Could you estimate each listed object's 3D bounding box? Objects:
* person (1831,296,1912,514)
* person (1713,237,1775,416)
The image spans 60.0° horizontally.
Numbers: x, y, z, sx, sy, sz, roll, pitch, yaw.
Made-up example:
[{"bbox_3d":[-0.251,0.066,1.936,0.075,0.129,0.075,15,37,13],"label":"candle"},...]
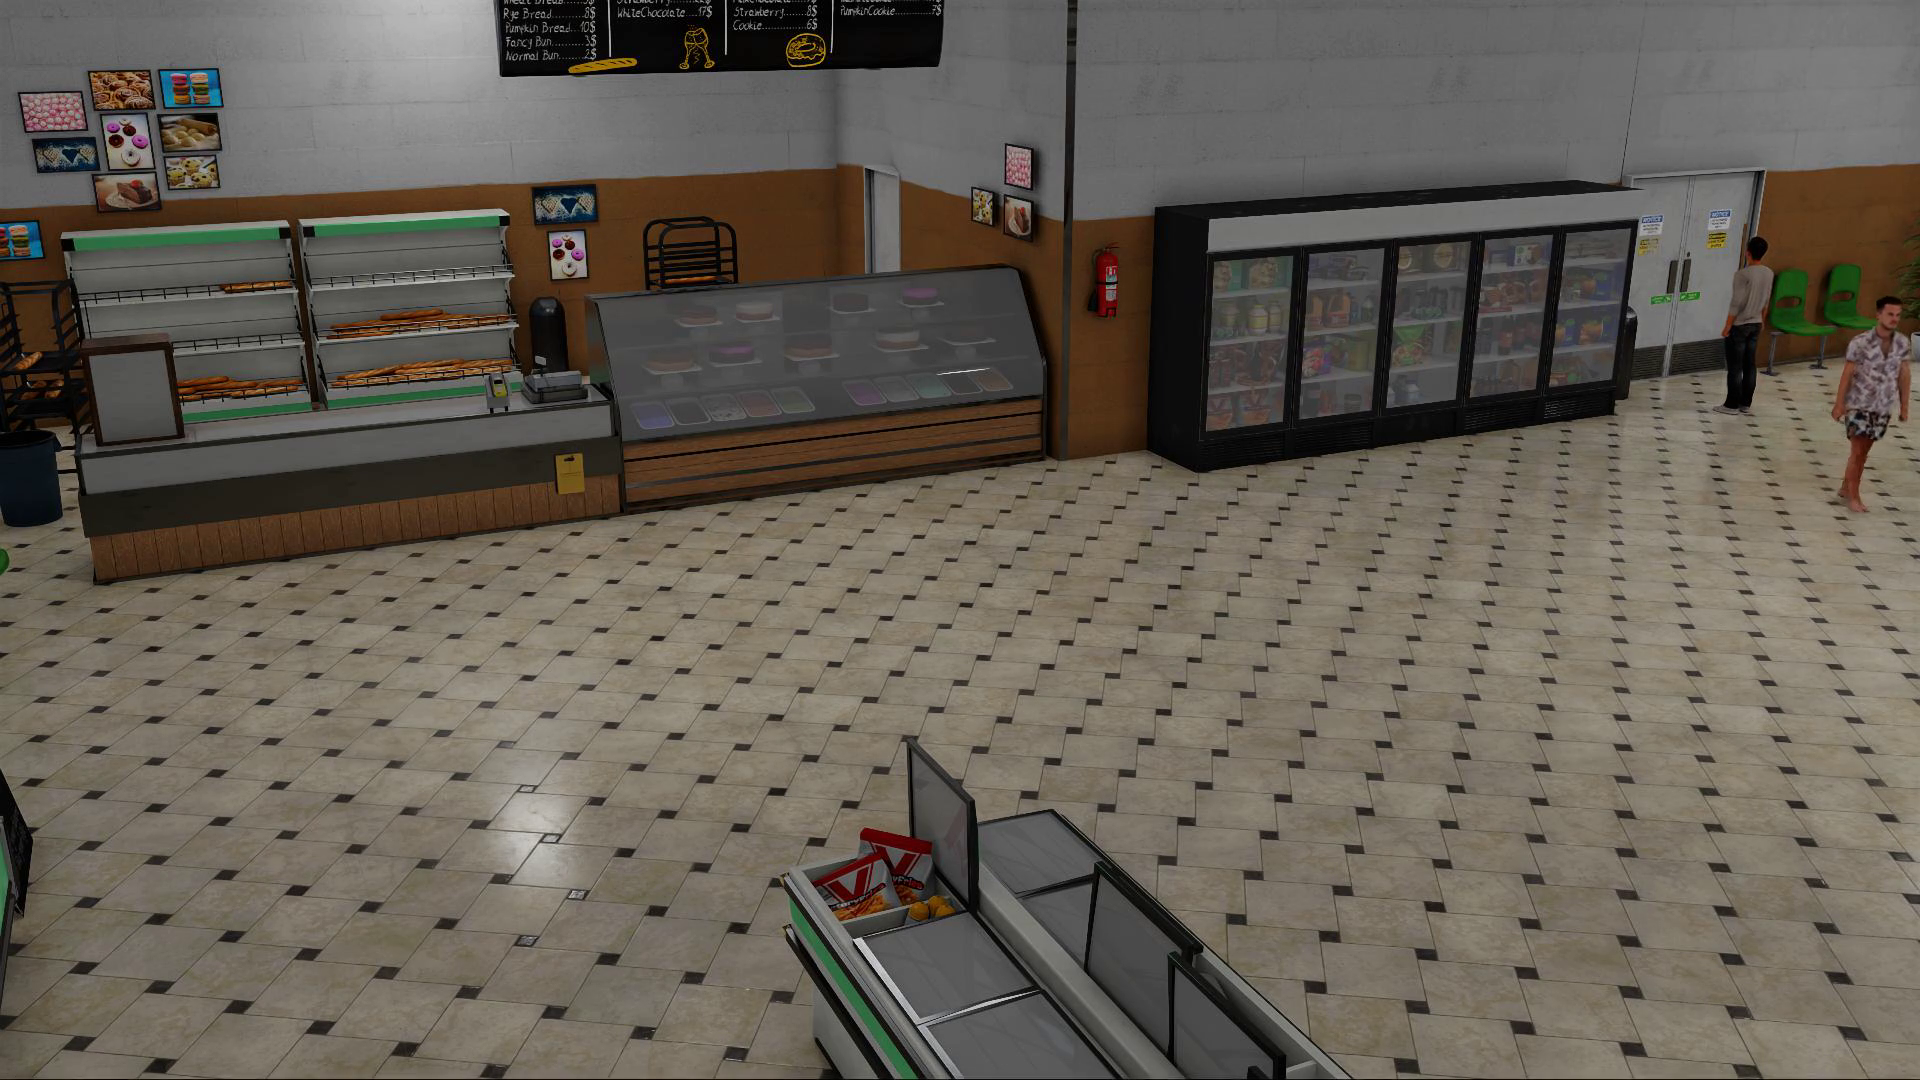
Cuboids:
[{"bbox_3d":[7.635,-1.179,14.062,0.876,1.795,0.979,-1,19,-3],"label":"person"},{"bbox_3d":[8.061,-2.197,17.058,0.671,1.811,0.535,-7,20,-21],"label":"person"}]
